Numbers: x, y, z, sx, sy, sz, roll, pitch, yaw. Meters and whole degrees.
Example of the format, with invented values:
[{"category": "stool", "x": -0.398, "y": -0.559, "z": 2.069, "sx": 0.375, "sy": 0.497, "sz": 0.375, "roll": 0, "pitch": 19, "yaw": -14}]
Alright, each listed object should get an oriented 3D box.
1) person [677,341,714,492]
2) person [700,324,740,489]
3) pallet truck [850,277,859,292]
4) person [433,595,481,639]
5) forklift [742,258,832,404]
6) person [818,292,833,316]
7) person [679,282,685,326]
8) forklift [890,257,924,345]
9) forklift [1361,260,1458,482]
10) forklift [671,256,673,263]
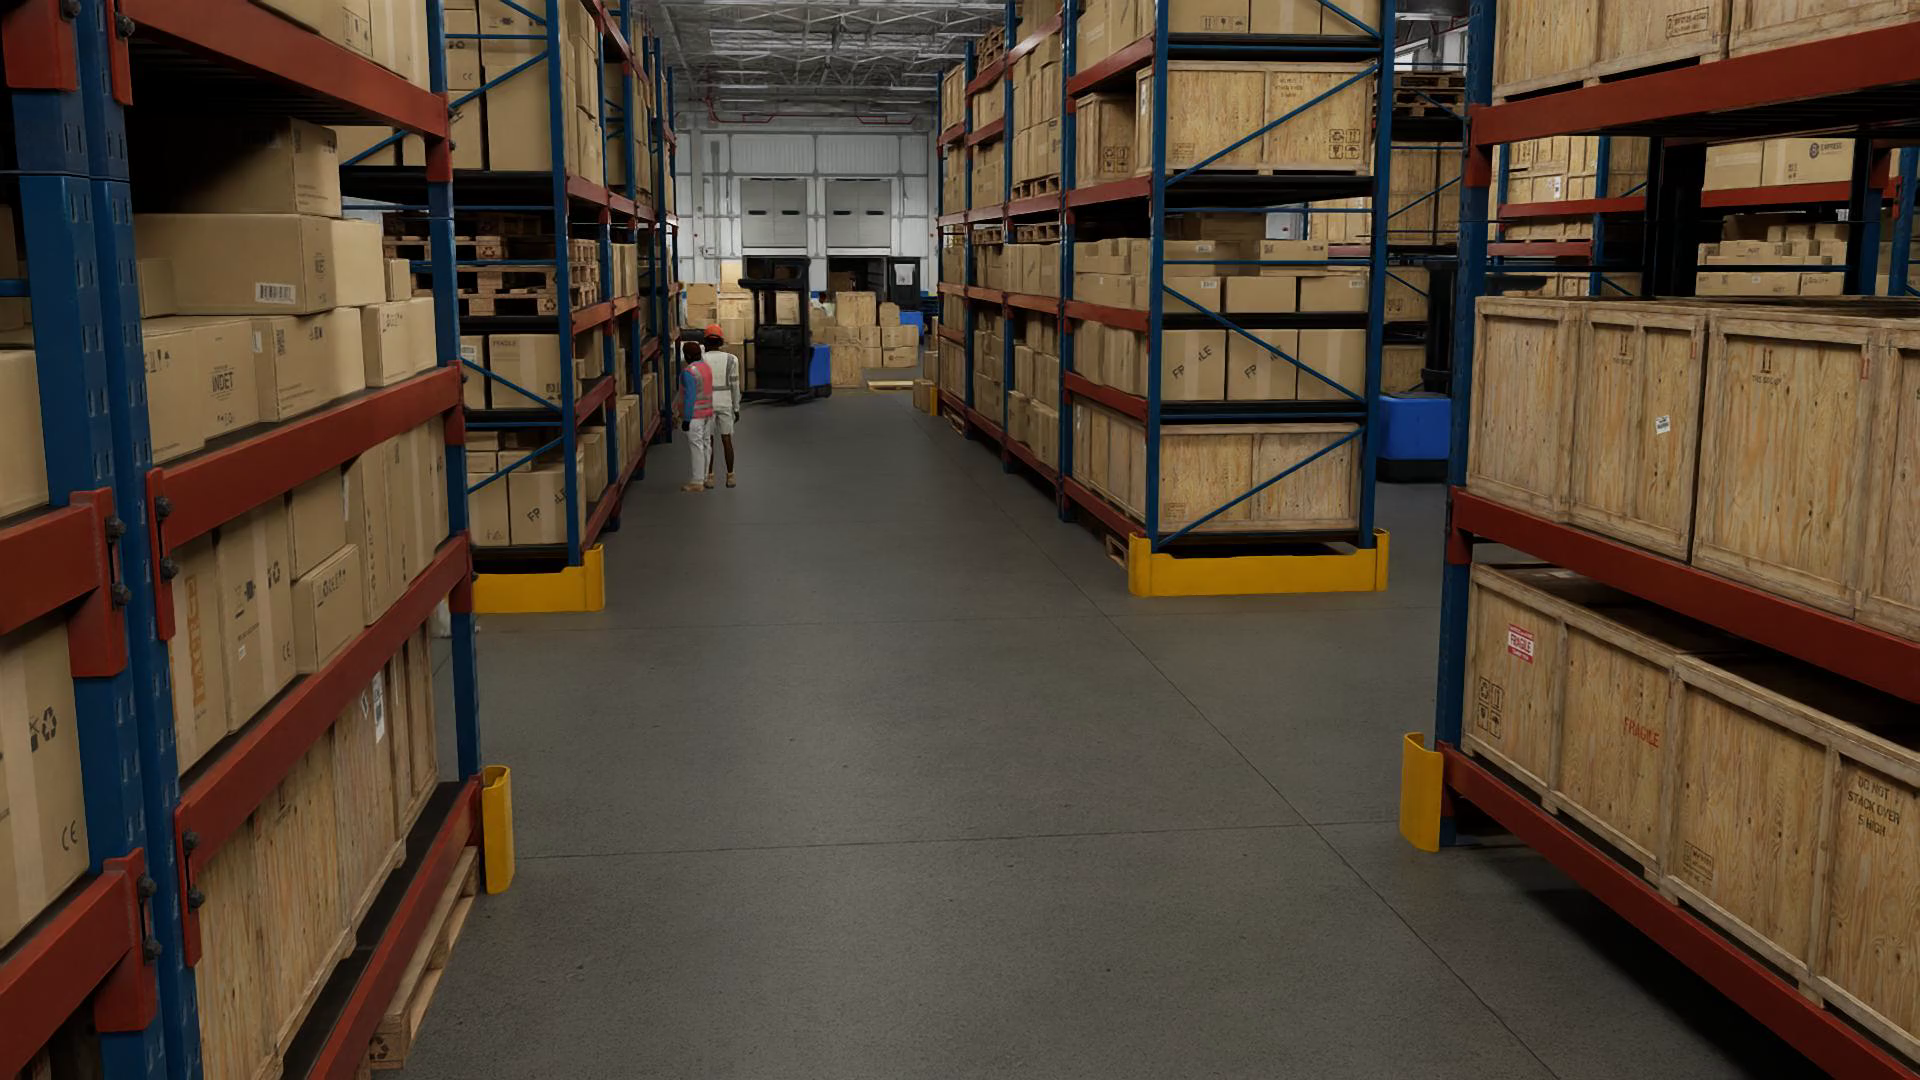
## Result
[{"category": "person", "x": -3.248, "y": -1.511, "z": 20.393, "sx": 0.430, "sy": 1.841, "sz": 0.624, "roll": 3, "pitch": 10, "yaw": 17}, {"category": "person", "x": -3.042, "y": -1.655, "z": 20.637, "sx": 0.614, "sy": 2.041, "sz": 0.393, "roll": -3, "pitch": 10, "yaw": -18}, {"category": "pallet truck", "x": -3.782, "y": -9.391, "z": 65.808, "sx": 1.885, "sy": 1.965, "sz": 0.823, "roll": 2, "pitch": 10, "yaw": 10}, {"category": "person", "x": -4.056, "y": 0.003, "z": 12.299, "sx": 0.876, "sy": 1.588, "sz": 0.543, "roll": -3, "pitch": 10, "yaw": -17}, {"category": "forklift", "x": -3.376, "y": -4.141, "z": 32.672, "sx": 1.129, "sy": 2.768, "sz": 1.873, "roll": 4, "pitch": 10, "yaw": 21}, {"category": "person", "x": -3.538, "y": -5.837, "z": 45.442, "sx": 0.674, "sy": 1.887, "sz": 0.608, "roll": 4, "pitch": 10, "yaw": 20}, {"category": "person", "x": -10.920, "y": -9.047, "z": 64.223, "sx": 0.762, "sy": 1.866, "sz": 0.599, "roll": 3, "pitch": 10, "yaw": 16}, {"category": "forklift", "x": -1.769, "y": -7.658, "z": 53.147, "sx": 1.129, "sy": 2.768, "sz": 1.873, "roll": -1, "pitch": 10, "yaw": -7}, {"category": "forklift", "x": 6.274, "y": -2.206, "z": 21.409, "sx": 1.873, "sy": 2.768, "sz": 1.129, "roll": -1, "pitch": 10, "yaw": -7}, {"category": "forklift", "x": -10.887, "y": -8.929, "z": 60.548, "sx": 1.129, "sy": 2.768, "sz": 1.873, "roll": -1, "pitch": 10, "yaw": -7}]
